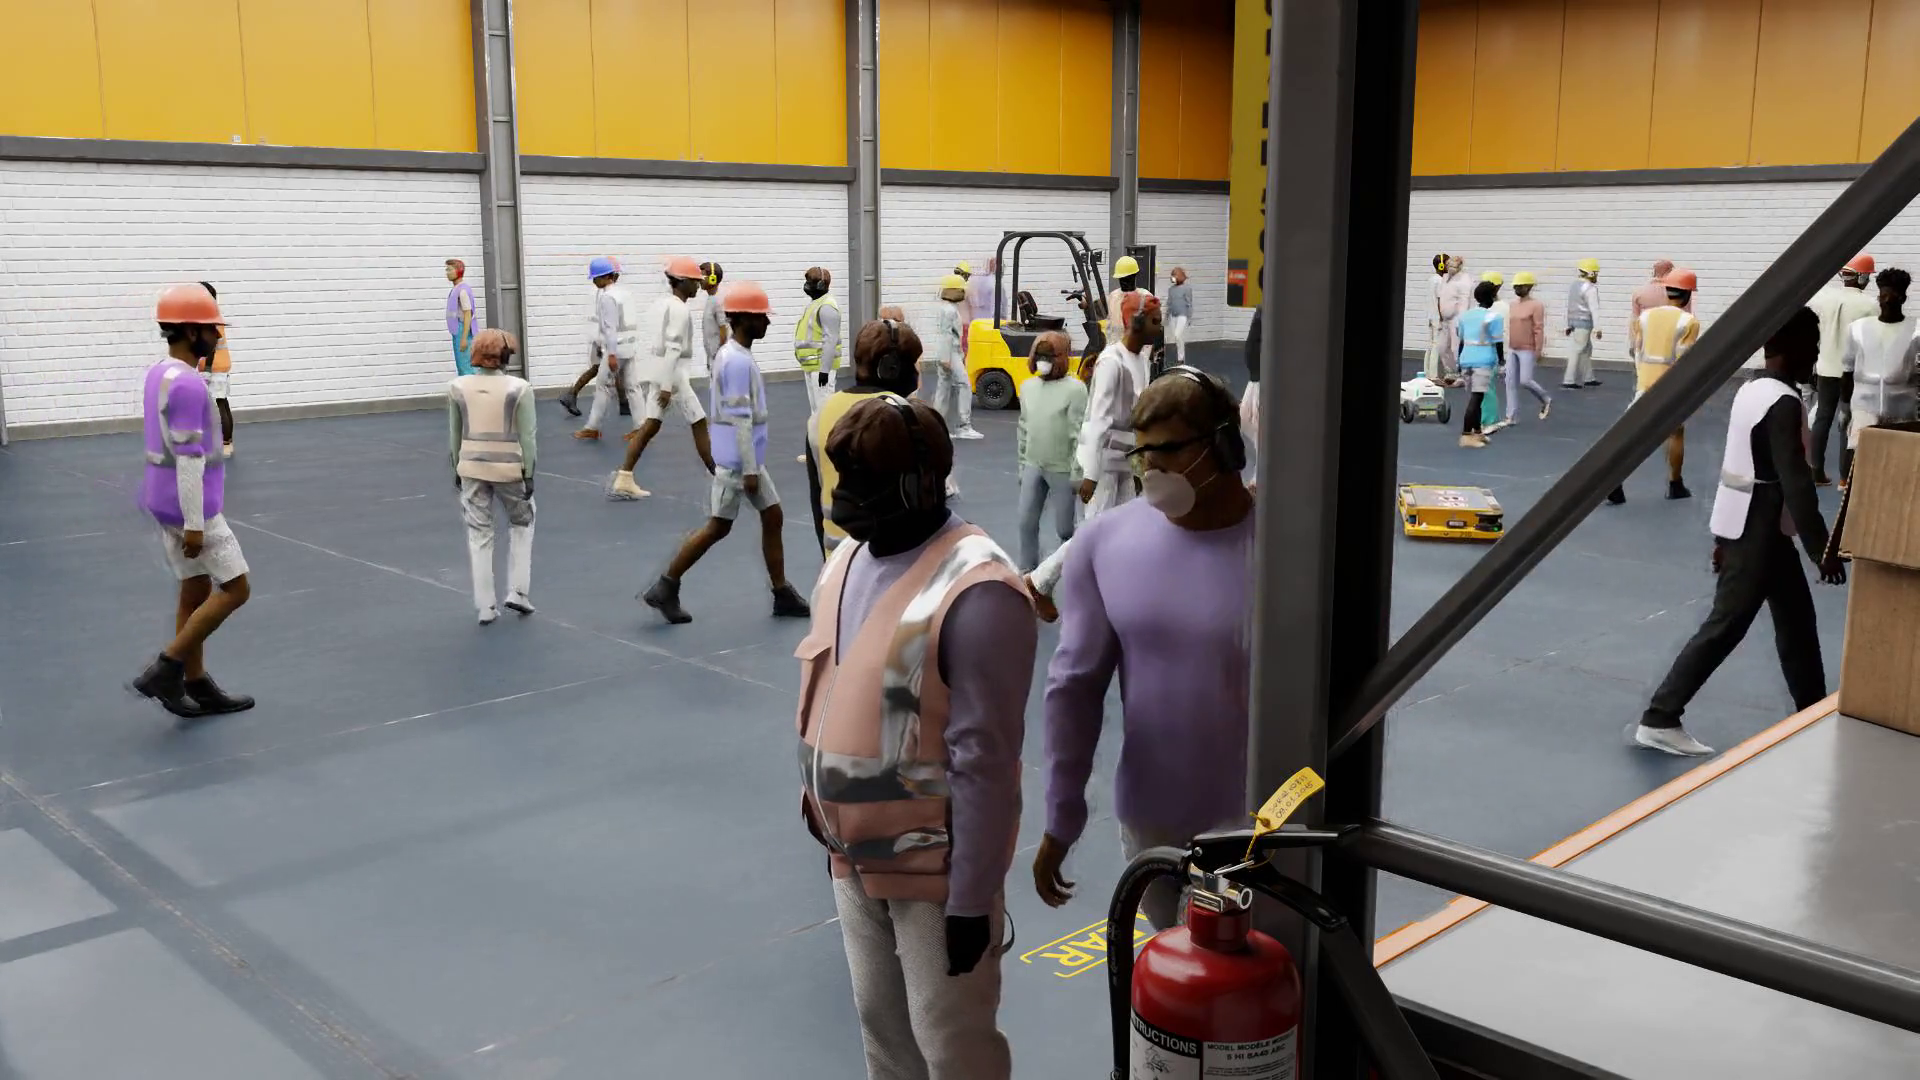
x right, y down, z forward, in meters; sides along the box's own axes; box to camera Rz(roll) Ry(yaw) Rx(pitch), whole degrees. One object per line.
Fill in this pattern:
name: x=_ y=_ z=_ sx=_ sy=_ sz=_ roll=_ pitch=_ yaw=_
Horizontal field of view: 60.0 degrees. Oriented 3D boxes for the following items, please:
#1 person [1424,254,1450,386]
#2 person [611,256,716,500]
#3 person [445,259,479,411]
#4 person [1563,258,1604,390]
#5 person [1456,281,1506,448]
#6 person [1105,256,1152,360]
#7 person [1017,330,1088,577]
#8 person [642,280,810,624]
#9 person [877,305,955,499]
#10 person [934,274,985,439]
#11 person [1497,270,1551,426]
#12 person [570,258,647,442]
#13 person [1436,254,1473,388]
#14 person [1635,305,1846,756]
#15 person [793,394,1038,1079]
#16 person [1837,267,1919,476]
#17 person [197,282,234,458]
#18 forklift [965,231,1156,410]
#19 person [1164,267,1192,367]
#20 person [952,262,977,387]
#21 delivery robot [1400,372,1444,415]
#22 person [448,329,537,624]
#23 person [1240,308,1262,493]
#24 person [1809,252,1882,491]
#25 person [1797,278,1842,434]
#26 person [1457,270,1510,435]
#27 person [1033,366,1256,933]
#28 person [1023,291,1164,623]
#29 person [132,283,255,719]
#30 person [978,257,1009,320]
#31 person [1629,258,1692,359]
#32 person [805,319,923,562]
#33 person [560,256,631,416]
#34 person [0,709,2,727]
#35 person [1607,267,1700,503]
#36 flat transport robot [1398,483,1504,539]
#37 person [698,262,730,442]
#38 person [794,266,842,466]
person: x=6.790 y=-3.118 z=23.612 sx=0.325 sy=1.871 sz=0.521 roll=0 pitch=10 yaw=-2
person: x=-2.326 y=-1.304 z=13.460 sx=1.158 sy=1.967 sz=0.624 roll=-5 pitch=12 yaw=-26
person: x=-5.988 y=-2.446 z=20.010 sx=0.376 sy=1.844 sz=0.572 roll=-5 pitch=12 yaw=-25
person: x=8.679 y=-2.952 z=22.872 sx=0.778 sy=1.801 sz=0.629 roll=-1 pitch=10 yaw=-6
person: x=5.255 y=-1.762 z=16.769 sx=0.574 sy=1.674 sz=0.553 roll=-5 pitch=12 yaw=-26
person: x=1.704 y=-1.922 z=16.961 sx=0.585 sy=1.918 sz=0.379 roll=10 pitch=14 yaw=43
person: x=0.571 y=-0.411 z=9.570 sx=0.508 sy=1.608 sz=0.681 roll=9 pitch=14 yaw=40
person: x=-1.288 y=-0.472 z=9.158 sx=0.975 sy=1.897 sz=0.563 roll=-1 pitch=10 yaw=-5
person: x=-0.441 y=-1.062 z=13.185 sx=0.860 sy=1.593 sz=0.526 roll=0 pitch=10 yaw=-2
person: x=0.010 y=-1.903 z=17.365 sx=0.684 sy=1.716 sz=0.512 roll=0 pitch=10 yaw=0
person: x=6.341 y=-2.142 z=18.631 sx=0.619 sy=1.746 sz=0.530 roll=-6 pitch=12 yaw=-29
person: x=-3.624 y=-1.939 z=17.100 sx=0.911 sy=1.886 sz=0.661 roll=1 pitch=10 yaw=7
person: x=6.939 y=-3.053 z=23.267 sx=0.520 sy=1.867 sz=0.666 roll=-3 pitch=11 yaw=-17
person: x=3.272 y=-0.015 z=6.739 sx=0.970 sy=1.870 sz=0.599 roll=4 pitch=11 yaw=20
person: x=-0.108 y=0.626 z=3.317 sx=0.431 sy=1.836 sz=0.619 roll=-7 pitch=13 yaw=-34
person: x=6.405 y=-0.921 z=11.532 sx=0.626 sy=1.905 sz=1.044 roll=8 pitch=13 yaw=37
person: x=-7.168 y=-1.625 z=15.953 sx=0.321 sy=1.692 sz=0.530 roll=-3 pitch=11 yaw=-14
forklift: x=1.222 y=-2.721 z=20.561 sx=2.313 sy=2.155 sz=1.214 roll=2 pitch=11 yaw=13
person: x=3.482 y=-3.554 z=26.677 sx=0.514 sy=1.613 sz=0.525 roll=-8 pitch=13 yaw=-36
person: x=0.034 y=-3.018 z=23.377 sx=0.523 sy=1.760 sz=0.324 roll=8 pitch=13 yaw=36
delivery robot: x=5.299 y=-1.683 z=19.121 sx=0.477 sy=0.478 sz=0.707 roll=0 pitch=10 yaw=-2
person: x=-2.575 y=-0.353 z=9.210 sx=0.525 sy=1.620 sz=0.474 roll=0 pitch=10 yaw=1
person: x=2.464 y=-1.323 z=13.502 sx=0.441 sy=1.983 sz=0.639 roll=1 pitch=10 yaw=5
person: x=7.439 y=-1.412 z=13.969 sx=0.396 sy=1.992 sz=0.623 roll=-6 pitch=12 yaw=-29
person: x=8.263 y=-1.766 z=16.082 sx=0.641 sy=1.925 sz=0.677 roll=-8 pitch=13 yaw=-38
person: x=5.641 y=-2.008 z=17.867 sx=0.396 sy=1.761 sz=0.544 roll=-3 pitch=11 yaw=-16
person: x=0.474 y=0.590 z=3.375 sx=0.635 sy=1.866 sz=1.079 roll=6 pitch=12 yaw=31
person: x=0.705 y=-0.402 z=8.897 sx=0.721 sy=1.839 sz=0.651 roll=4 pitch=11 yaw=21
person: x=-3.359 y=-0.148 z=7.265 sx=0.464 sy=1.925 sz=0.543 roll=-9 pitch=13 yaw=-39
person: x=0.456 y=-2.926 z=22.657 sx=1.008 sy=1.845 sz=0.664 roll=-4 pitch=11 yaw=-21
person: x=7.898 y=-2.238 z=18.797 sx=0.650 sy=1.885 sz=0.776 roll=5 pitch=11 yaw=24
person: x=-0.265 y=0.135 z=5.967 sx=0.430 sy=1.839 sz=0.619 roll=-9 pitch=14 yaw=-41
person: x=-4.250 y=-2.388 z=19.576 sx=0.938 sy=1.908 sz=0.554 roll=-5 pitch=11 yaw=-24
person: x=-2.922 y=0.396 z=4.538 sx=0.533 sy=1.840 sz=0.875 roll=-3 pitch=11 yaw=-15
person: x=5.554 y=-1.225 z=13.260 sx=0.969 sy=1.900 sz=0.557 roll=-9 pitch=13 yaw=-39
flat transport robot: x=3.581 y=-0.224 z=12.195 sx=0.652 sy=0.197 sz=1.431 roll=2 pitch=11 yaw=12
person: x=-2.428 y=-1.800 z=16.422 sx=0.327 sy=1.874 sz=0.517 roll=-3 pitch=11 yaw=-16
person: x=-1.315 y=-1.601 z=15.410 sx=0.429 sy=1.846 sz=0.626 roll=-3 pitch=11 yaw=-18
